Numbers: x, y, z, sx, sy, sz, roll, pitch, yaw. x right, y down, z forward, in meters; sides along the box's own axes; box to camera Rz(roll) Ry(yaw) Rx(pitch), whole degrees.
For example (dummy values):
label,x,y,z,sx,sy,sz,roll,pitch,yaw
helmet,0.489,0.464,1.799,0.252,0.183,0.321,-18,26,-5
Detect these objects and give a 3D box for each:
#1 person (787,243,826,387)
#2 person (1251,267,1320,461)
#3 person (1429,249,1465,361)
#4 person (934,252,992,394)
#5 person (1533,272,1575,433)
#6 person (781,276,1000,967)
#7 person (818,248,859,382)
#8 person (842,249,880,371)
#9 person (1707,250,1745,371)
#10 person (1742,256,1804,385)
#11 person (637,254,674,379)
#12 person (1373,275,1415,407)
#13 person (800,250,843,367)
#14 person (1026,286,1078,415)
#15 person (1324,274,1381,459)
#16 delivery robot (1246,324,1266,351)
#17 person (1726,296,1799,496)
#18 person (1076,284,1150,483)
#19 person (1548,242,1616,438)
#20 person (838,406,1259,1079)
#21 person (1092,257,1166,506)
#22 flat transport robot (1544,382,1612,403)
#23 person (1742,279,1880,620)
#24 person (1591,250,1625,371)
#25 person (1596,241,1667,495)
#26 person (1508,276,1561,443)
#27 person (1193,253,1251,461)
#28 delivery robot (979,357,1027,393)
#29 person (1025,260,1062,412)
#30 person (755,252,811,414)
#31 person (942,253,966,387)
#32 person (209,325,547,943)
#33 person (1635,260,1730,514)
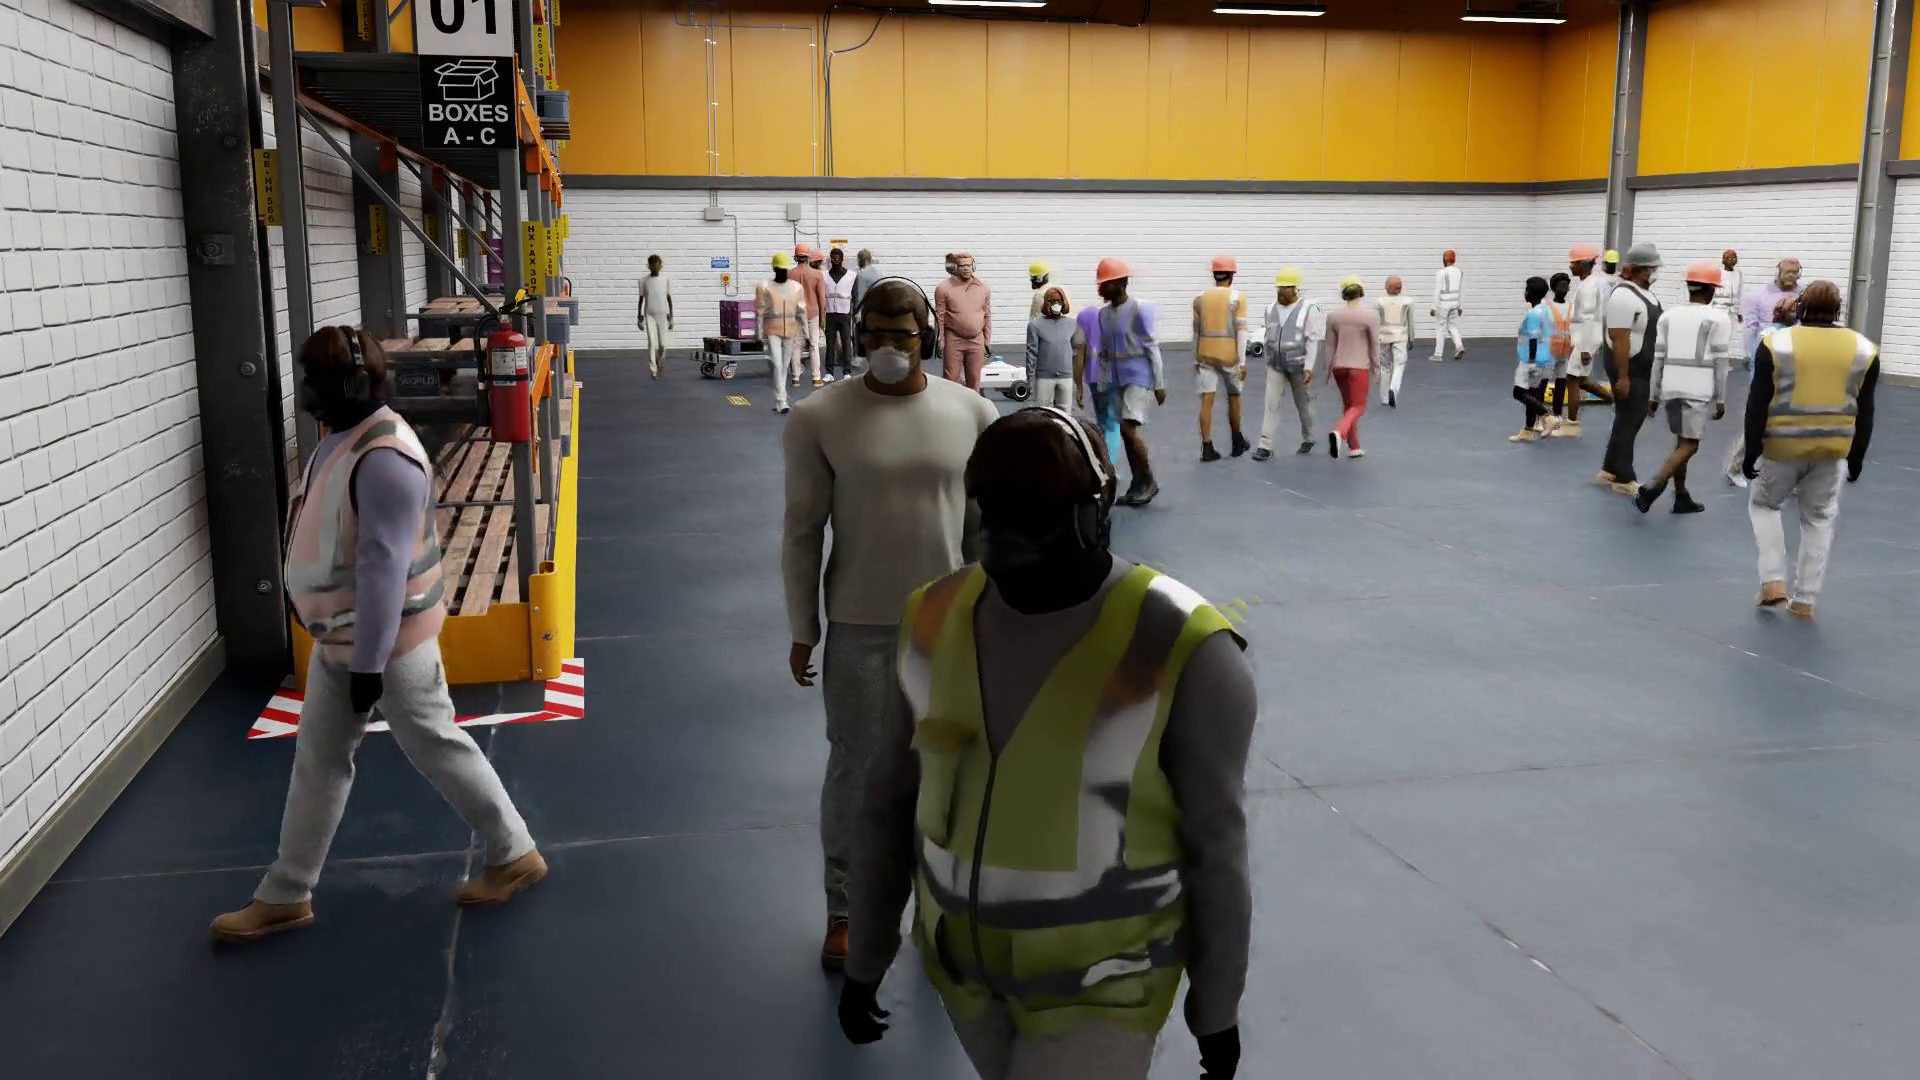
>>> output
label,x,y,z,sx,sy,sz,roll,pitch,yaw
person,-2.167,-3.127,23.152,0.612,1.997,0.375,0,10,1
person,3.090,-1.647,15.552,0.597,1.792,0.922,8,13,37
person,8.198,-3.939,27.986,0.584,1.879,0.568,-5,12,-27
person,0.047,-2.123,17.842,0.651,1.906,0.401,-3,11,-17
person,6.309,-1.977,17.610,0.541,1.695,0.316,-2,10,-12
person,-0.181,0.236,4.685,0.637,1.936,0.355,-2,10,-12
person,-1.755,-3.240,23.998,0.597,1.916,0.372,1,10,7
person,-1.423,-3.537,25.744,0.833,1.906,0.637,3,11,14
person,11.887,-3.552,25.858,0.602,1.878,0.362,-2,10,-9
person,8.042,-1.846,16.365,0.642,1.884,0.681,4,11,22
person,-4.512,-3.313,24.611,0.539,1.843,0.656,-3,11,-14
person,5.274,-2.426,20.309,0.505,1.618,0.705,4,11,22
person,-2.255,-3.719,26.756,1.007,1.889,0.565,-6,12,-31
person,0.827,-1.404,14.614,0.508,1.632,0.265,-2,10,-12
person,3.590,-1.590,15.378,0.524,1.722,0.728,8,13,39
delivery robot,5.322,-3.536,29.157,0.707,0.478,0.477,-3,11,-18
person,6.583,-1.174,13.458,0.533,1.598,0.869,-3,11,-16
person,1.218,-1.272,13.458,0.581,1.802,0.996,4,11,19
person,6.494,-2.027,17.016,0.774,2.016,0.624,4,11,22
person,0.116,0.679,2.651,0.648,1.790,0.981,8,13,36
person,1.259,-1.200,12.705,0.517,1.909,0.568,-7,12,-32
flat transport robot,7.928,-1.858,20.903,1.431,0.197,0.652,-2,10,-12
person,4.551,-0.481,8.965,0.662,1.823,0.481,2,10,11
person,9.905,-3.507,25.557,0.598,1.899,0.885,0,10,1
person,5.491,-1.397,13.448,0.538,2.000,0.690,7,12,33
person,5.767,-1.788,16.605,0.444,1.683,0.539,6,12,31
person,2.473,-1.707,15.540,0.576,1.900,0.903,6,12,30
delivery robot,0.485,-2.084,21.111,0.707,0.478,0.477,-3,10,-14
person,0.972,-2.356,19.403,0.431,1.808,0.609,4,11,20
person,-2.047,-2.405,19.438,0.606,1.883,0.931,-5,11,-26
person,-0.110,-3.025,23.002,0.495,1.846,0.547,-5,11,-24
person,-1.715,0.269,4.912,0.964,1.801,0.639,-7,12,-34
person,5.259,-1.087,12.151,0.851,1.903,0.552,-6,12,-30
